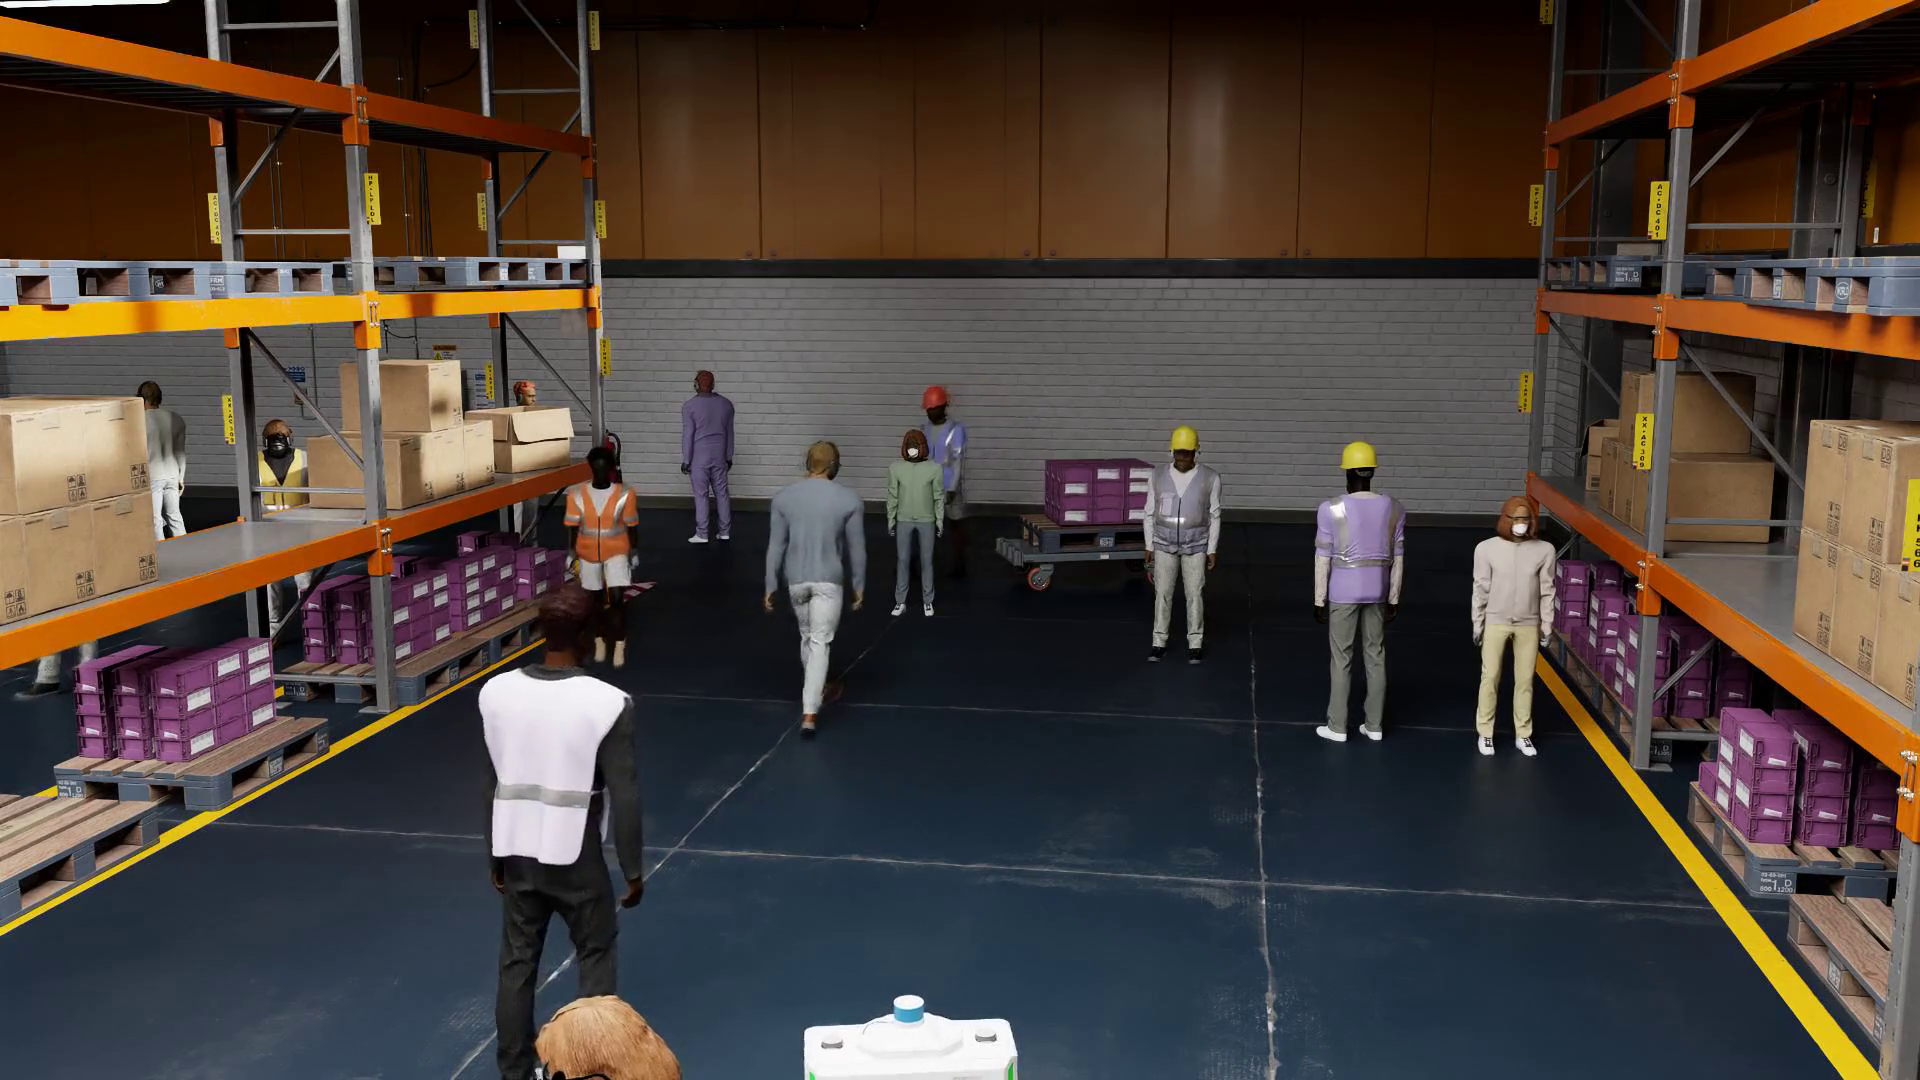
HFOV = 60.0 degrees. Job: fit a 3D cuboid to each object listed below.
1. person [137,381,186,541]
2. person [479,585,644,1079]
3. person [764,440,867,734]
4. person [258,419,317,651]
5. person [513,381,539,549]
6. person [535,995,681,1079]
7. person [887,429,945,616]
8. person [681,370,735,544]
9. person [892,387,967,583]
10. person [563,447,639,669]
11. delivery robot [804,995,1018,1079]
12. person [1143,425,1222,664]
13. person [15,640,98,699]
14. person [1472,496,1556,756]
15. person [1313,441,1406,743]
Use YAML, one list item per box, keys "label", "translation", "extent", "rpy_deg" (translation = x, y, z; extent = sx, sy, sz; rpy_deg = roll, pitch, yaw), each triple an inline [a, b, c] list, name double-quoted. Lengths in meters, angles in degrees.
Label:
- label: "person"
  translation: [-7.737, -0.560, 16.014]
  extent: [0.368, 1.939, 0.632]
  rpy_deg: [4, 10, 25]
- label: "person"
  translation: [-1.405, 1.110, 5.862]
  extent: [0.593, 1.896, 0.454]
  rpy_deg: [3, 10, 16]
- label: "person"
  translation: [-0.958, 0.299, 10.925]
  extent: [0.671, 1.883, 1.042]
  rpy_deg: [2, 9, 14]
- label: "person"
  translation: [-5.331, -0.038, 13.124]
  extent: [0.621, 1.837, 0.428]
  rpy_deg: [-4, 10, -21]
- label: "person"
  translation: [-4.448, -0.688, 16.994]
  extent: [0.351, 1.880, 0.576]
  rpy_deg: [4, 10, 22]
- label: "person"
  translation: [-0.661, 1.669, 3.242]
  extent: [0.298, 1.622, 0.506]
  rpy_deg: [-2, 9, -11]
- label: "person"
  translation: [-0.383, -0.147, 14.407]
  extent: [0.504, 1.632, 0.270]
  rpy_deg: [1, 9, 6]
- label: "person"
  translation: [-2.789, -0.911, 18.279]
  extent: [0.644, 1.907, 0.400]
  rpy_deg: [-7, 12, -38]
- label: "person"
  translation: [-0.233, -0.511, 15.887]
  extent: [0.566, 1.877, 1.014]
  rpy_deg: [6, 11, 32]
- label: "person"
  translation: [-2.703, 0.137, 12.519]
  extent: [0.546, 1.673, 0.684]
  rpy_deg: [0, 9, -3]
- label: "delivery robot"
  translation: [-0.173, 1.775, 5.582]
  extent: [0.707, 0.478, 0.477]
  rpy_deg: [-1, 9, -5]
- label: "person"
  translation: [1.684, 0.035, 12.685]
  extent: [0.588, 1.830, 0.404]
  rpy_deg: [2, 9, 14]
- label: "person"
  translation: [-6.405, 0.212, 11.768]
  extent: [0.407, 1.787, 0.722]
  rpy_deg: [9, 13, 43]
- label: "person"
  translation: [3.406, 0.531, 10.257]
  extent: [0.497, 1.625, 0.281]
  rpy_deg: [1, 9, 7]
- label: "person"
  translation: [2.521, 0.333, 10.581]
  extent: [0.588, 1.919, 0.402]
  rpy_deg: [-2, 9, -10]
